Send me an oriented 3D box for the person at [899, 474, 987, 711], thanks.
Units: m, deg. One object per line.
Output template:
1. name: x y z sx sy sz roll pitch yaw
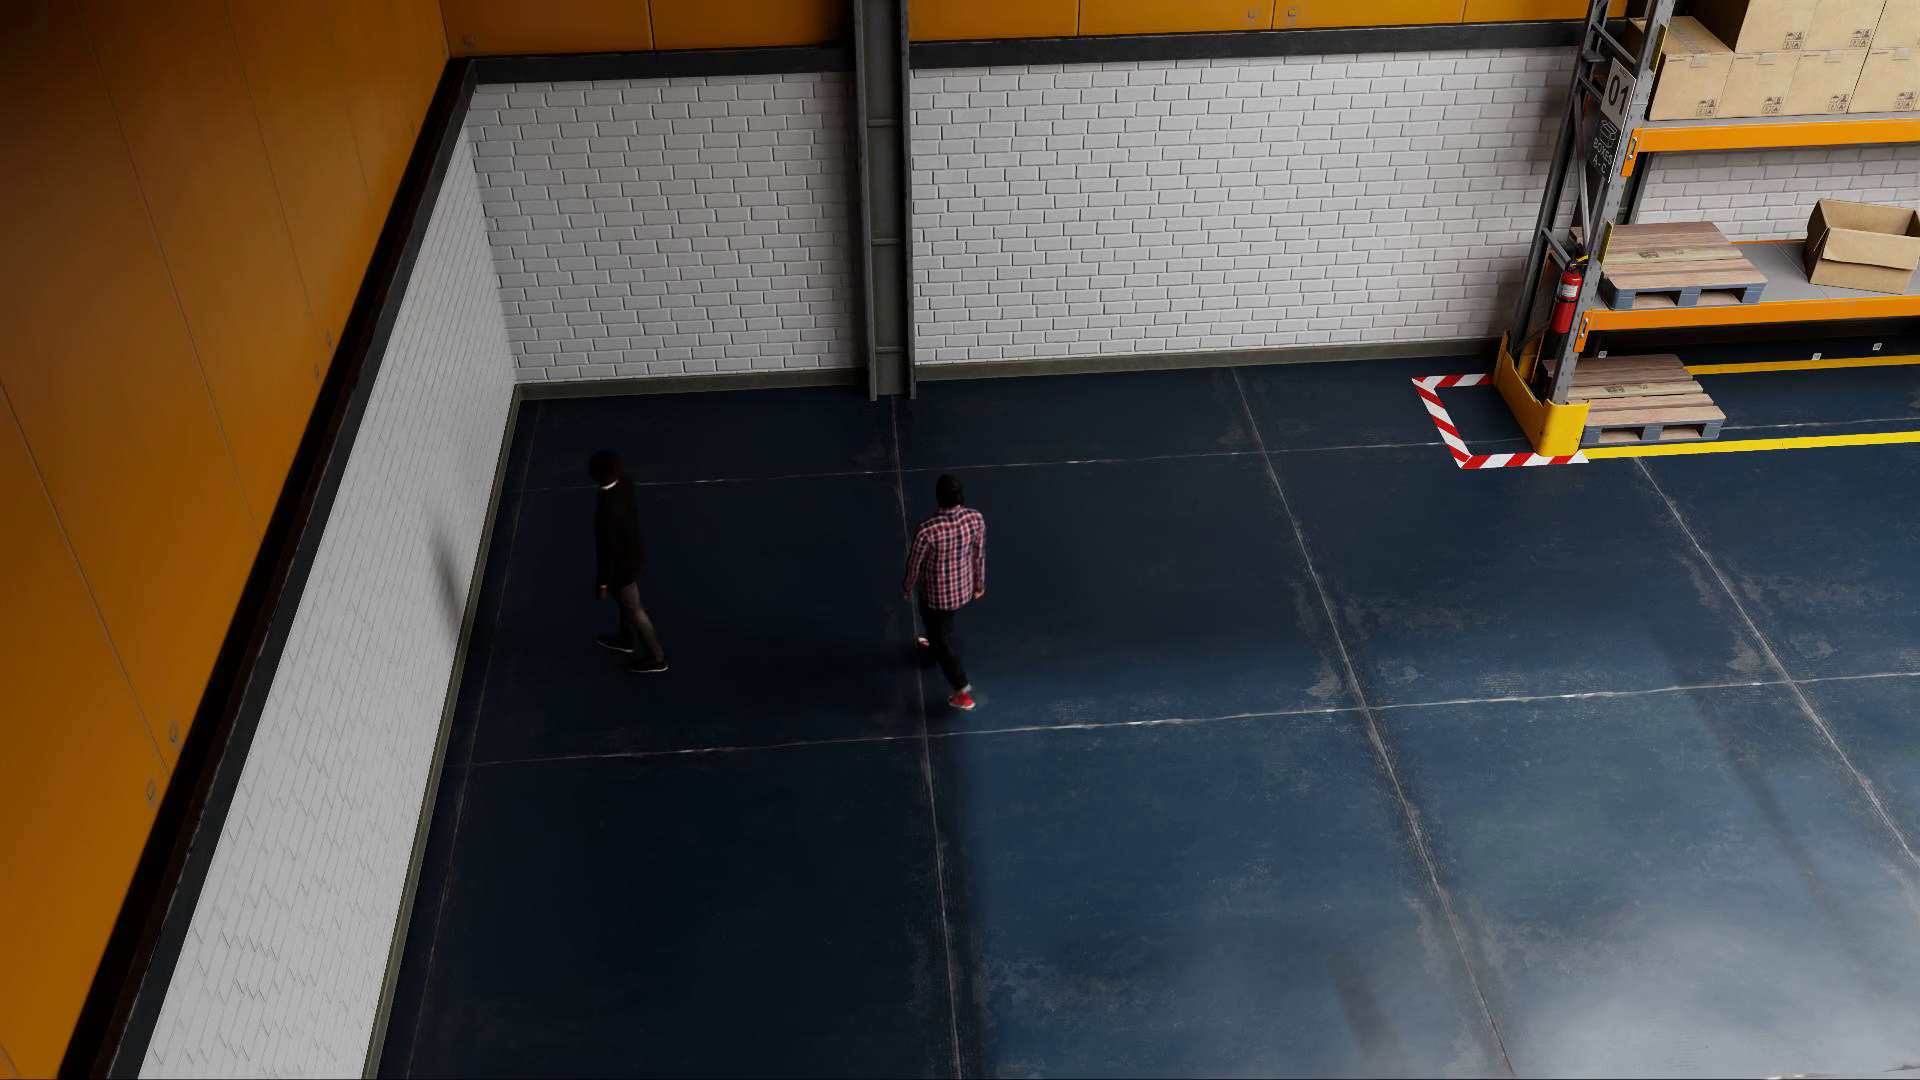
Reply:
1. person: -0.072 0.352 10.880 1.148 1.748 1.092 -23 44 -26

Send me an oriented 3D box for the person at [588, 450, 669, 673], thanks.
1. person: -2.234 0.150 11.092 0.827 1.799 0.740 4 39 5
